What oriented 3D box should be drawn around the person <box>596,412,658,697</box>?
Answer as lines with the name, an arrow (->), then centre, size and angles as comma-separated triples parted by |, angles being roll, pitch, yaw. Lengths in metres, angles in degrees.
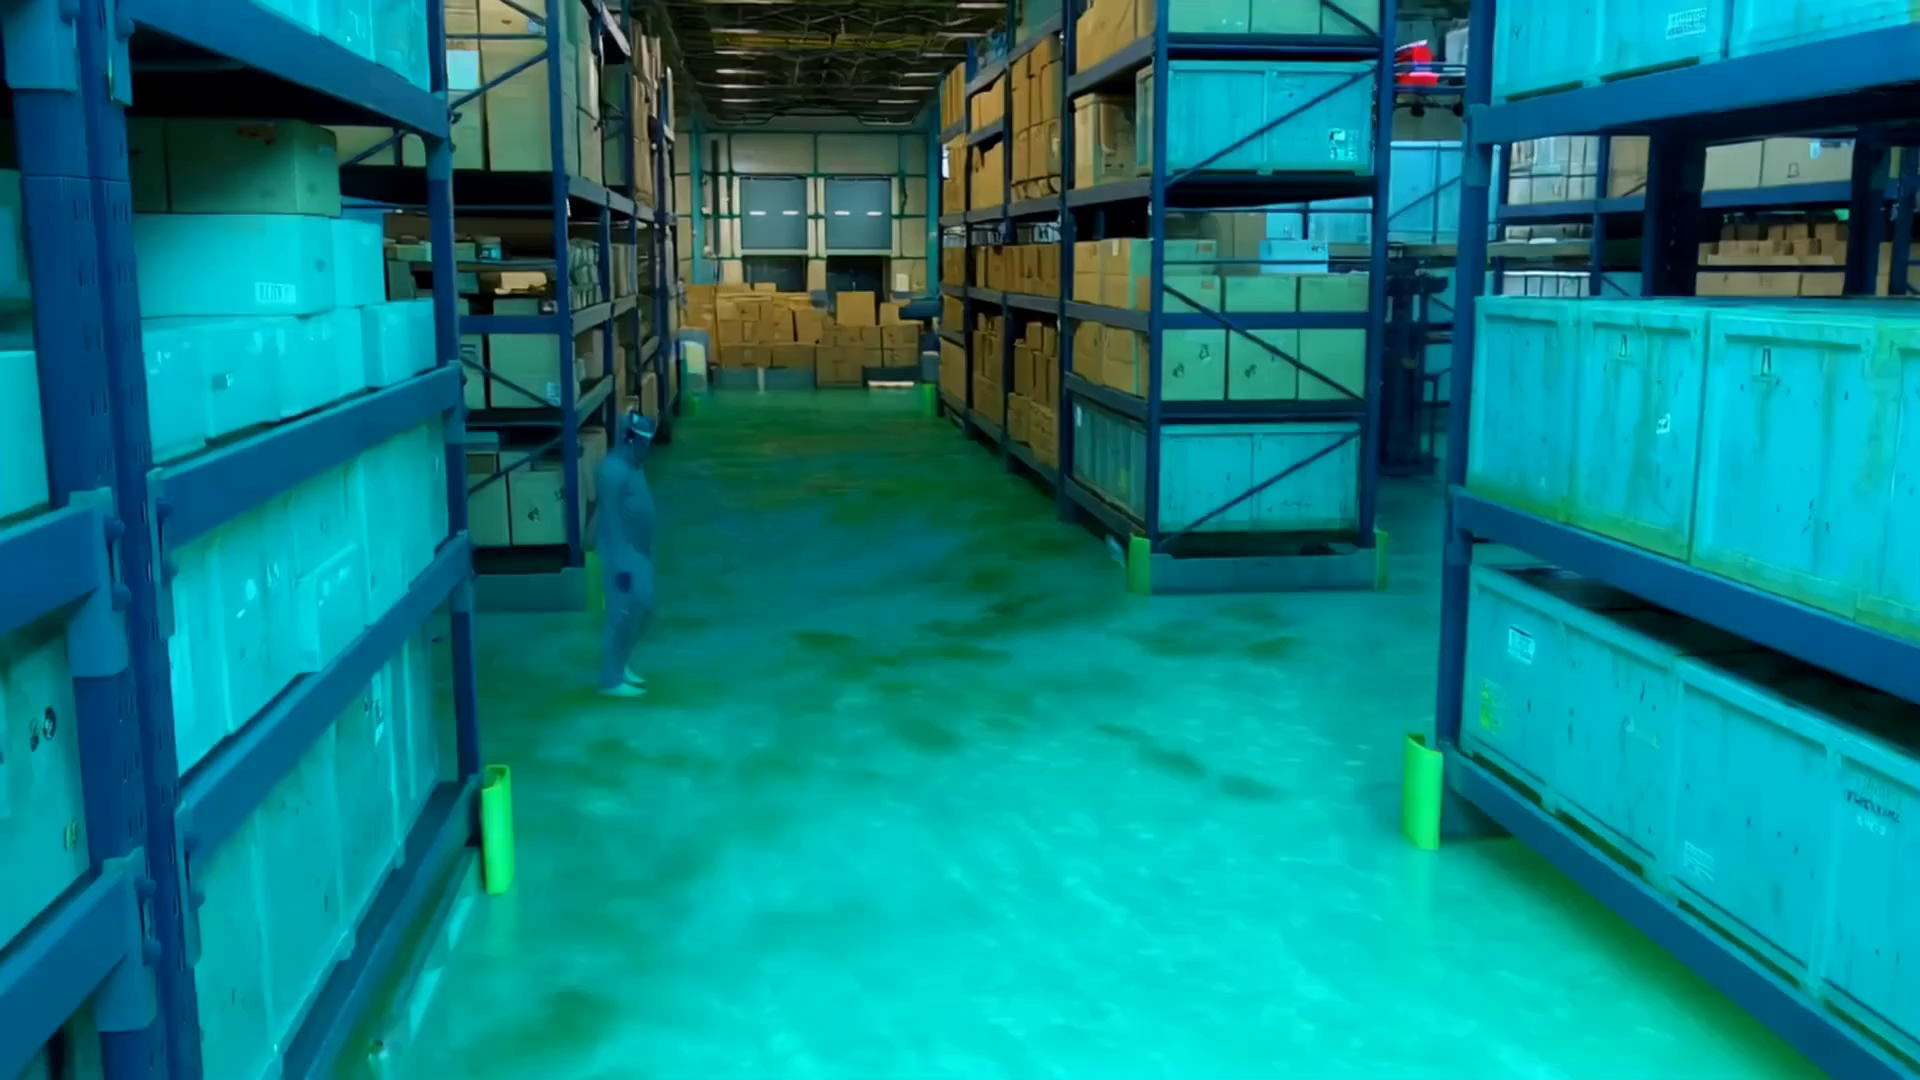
person -> -2.198, 0.101, 10.918 | 0.433, 1.880, 0.655 | -2, 10, -14

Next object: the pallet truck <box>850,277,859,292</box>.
pallet truck -> -3.782, -9.391, 65.808 | 1.885, 1.965, 0.823 | 2, 10, 10

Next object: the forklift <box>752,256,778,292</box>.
forklift -> -7.180, -9.094, 61.510 | 1.129, 2.768, 1.873 | -6, 12, -33

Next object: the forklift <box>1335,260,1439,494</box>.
forklift -> 5.092, -2.070, 20.616 | 1.129, 2.768, 1.873 | -1, 10, -7

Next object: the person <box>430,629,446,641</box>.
person -> -4.320, -0.022, 12.251 | 0.861, 1.657, 0.539 | -2, 10, -13
